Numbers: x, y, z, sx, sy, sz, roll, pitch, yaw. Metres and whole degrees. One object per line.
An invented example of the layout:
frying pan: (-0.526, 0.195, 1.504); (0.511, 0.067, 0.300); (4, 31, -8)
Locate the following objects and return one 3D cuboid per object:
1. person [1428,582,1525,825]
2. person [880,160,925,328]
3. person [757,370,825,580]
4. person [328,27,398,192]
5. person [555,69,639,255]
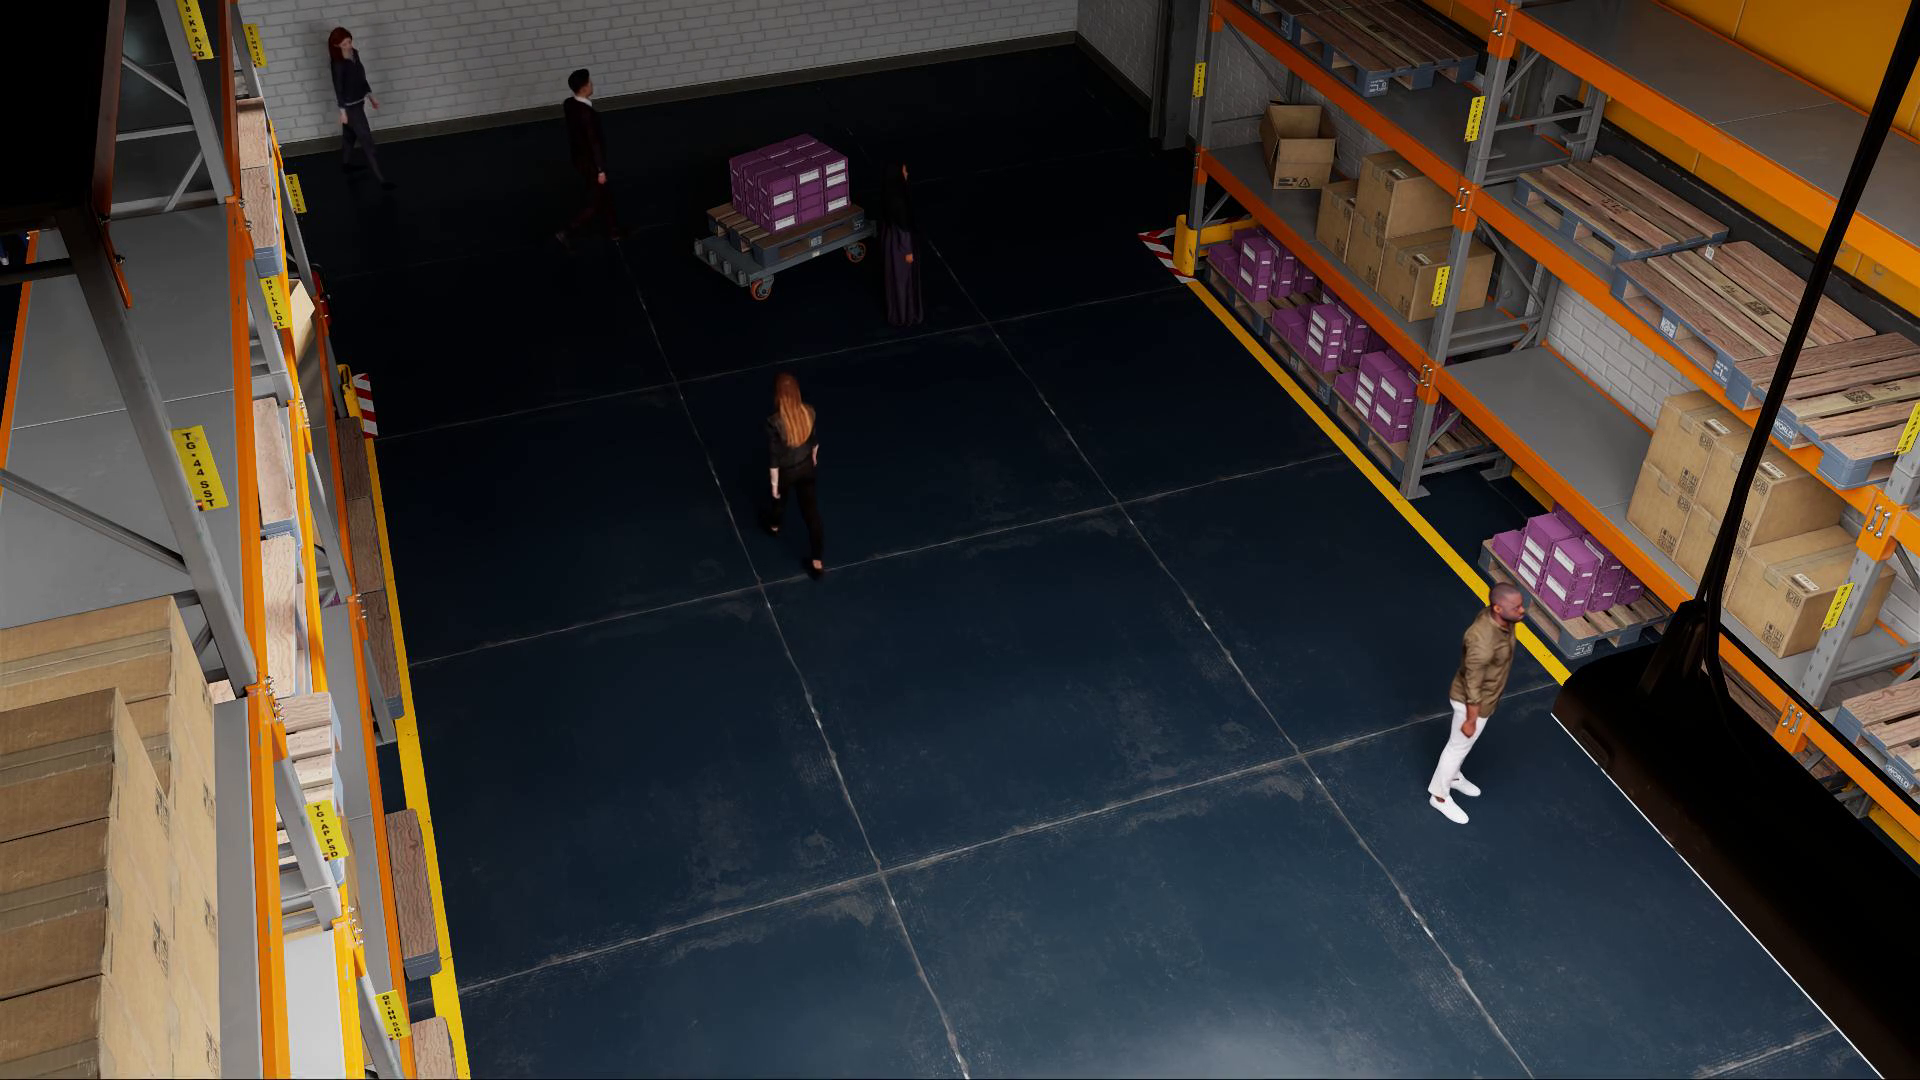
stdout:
person: (3.249, 0.985, 10.464); (0.823, 1.825, 0.800); (21, 43, 24)
person: (-0.564, -2.743, 15.302); (0.640, 1.614, 0.508); (-13, 40, -16)
person: (-1.190, -0.445, 12.382); (0.800, 1.667, 1.179); (-21, 43, -25)
person: (-6.407, -4.538, 17.457); (1.017, 1.730, 1.051); (0, 39, 0)
person: (-3.694, -3.675, 16.289); (0.924, 1.839, 1.144); (-23, 44, -26)
